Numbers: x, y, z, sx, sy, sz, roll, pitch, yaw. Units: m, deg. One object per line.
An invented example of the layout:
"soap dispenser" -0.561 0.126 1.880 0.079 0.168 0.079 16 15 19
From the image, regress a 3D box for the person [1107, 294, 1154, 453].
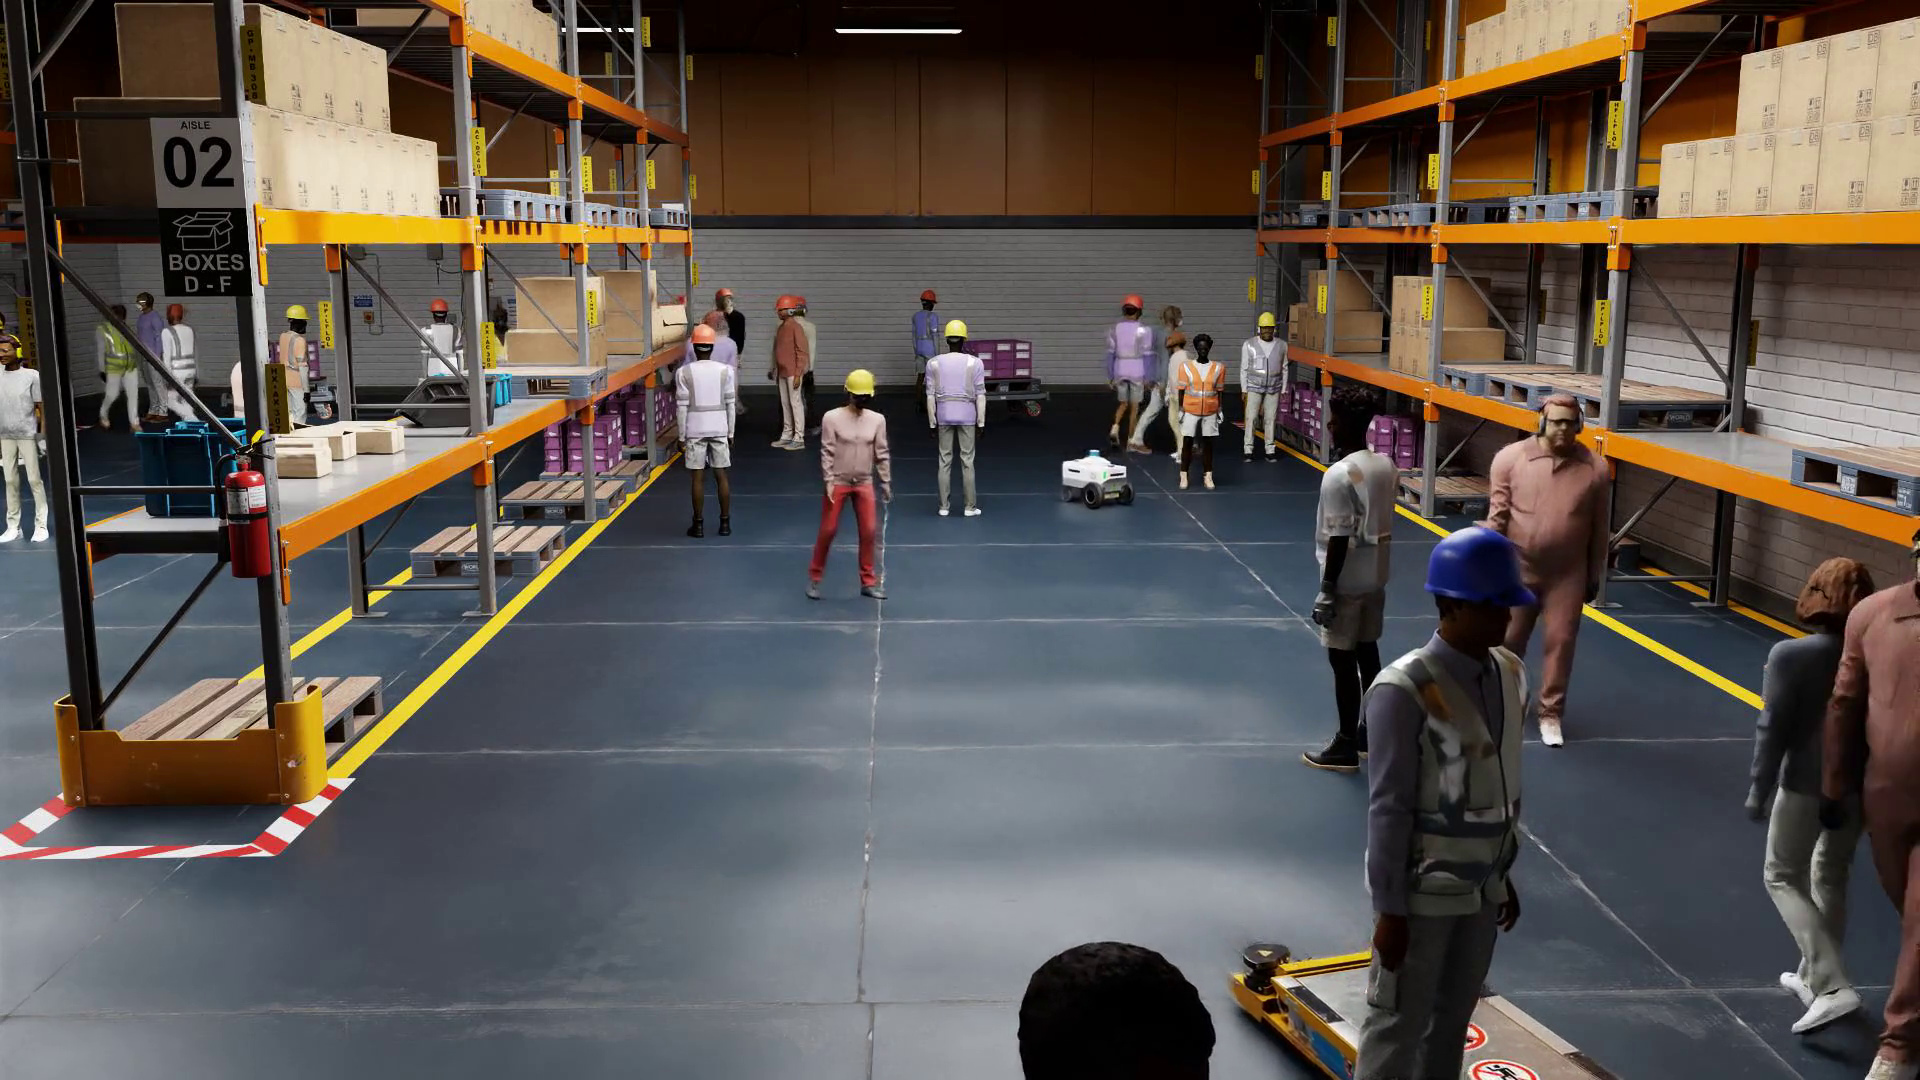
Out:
"person" 2.162 -2.103 21.093 0.614 2.026 0.475 7 12 34

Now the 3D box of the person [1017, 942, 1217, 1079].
"person" 0.109 1.386 1.982 0.393 1.915 0.587 2 10 12

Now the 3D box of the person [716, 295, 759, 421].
"person" -3.428 -2.638 24.442 1.001 1.887 0.637 -3 11 -15

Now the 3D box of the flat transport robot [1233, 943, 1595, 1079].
"flat transport robot" 1.489 1.616 5.273 0.652 0.197 1.431 -3 11 -18

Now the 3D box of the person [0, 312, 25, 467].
"person" -11.482 -1.815 19.951 0.502 1.864 0.323 9 14 43

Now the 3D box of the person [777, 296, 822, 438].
"person" -2.226 -2.376 22.898 0.608 1.933 0.999 3 10 14

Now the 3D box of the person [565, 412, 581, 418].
"person" -5.968 -2.801 25.381 0.361 1.886 0.574 -4 11 -20

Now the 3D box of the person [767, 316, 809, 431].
"person" -2.393 -2.432 23.508 0.626 1.823 0.446 -7 13 -35

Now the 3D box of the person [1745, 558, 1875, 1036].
"person" 2.990 0.881 5.642 0.519 1.606 0.566 -1 10 -5

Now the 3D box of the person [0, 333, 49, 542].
"person" -8.429 -0.903 14.880 0.518 1.862 0.329 0 10 -1

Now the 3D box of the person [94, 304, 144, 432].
"person" -11.906 -2.431 23.507 0.759 1.815 0.632 8 13 37

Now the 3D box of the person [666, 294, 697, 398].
"person" -4.059 -2.688 24.717 0.852 1.894 0.558 -1 10 -5

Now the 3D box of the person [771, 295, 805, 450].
"person" -2.220 -2.170 21.564 0.382 1.995 0.612 -7 12 -34

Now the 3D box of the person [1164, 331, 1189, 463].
"person" 2.664 -1.745 20.320 0.341 1.598 0.591 -2 10 -14

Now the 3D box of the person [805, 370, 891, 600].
"person" -0.849 -0.409 12.456 0.687 1.742 0.512 -5 11 -25

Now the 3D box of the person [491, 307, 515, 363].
"person" -6.306 -2.270 22.665 0.635 1.809 0.899 -7 12 -34

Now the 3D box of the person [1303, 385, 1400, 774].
"person" 1.986 0.198 8.451 0.362 1.963 0.613 9 13 40

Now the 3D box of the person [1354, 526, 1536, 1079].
"person" 1.312 0.920 4.477 0.605 1.948 0.403 -8 13 -39

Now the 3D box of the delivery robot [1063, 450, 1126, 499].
"delivery robot" 1.371 -0.677 16.994 0.477 0.478 0.707 -7 12 -35

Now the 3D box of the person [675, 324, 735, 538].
"person" -2.311 -0.985 15.123 0.544 1.938 0.359 -4 11 -20

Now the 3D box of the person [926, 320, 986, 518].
"person" -0.035 -1.175 16.208 0.587 1.927 0.365 2 10 9

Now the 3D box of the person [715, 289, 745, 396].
"person" -3.658 -2.909 25.829 0.625 1.933 0.881 -5 11 -27

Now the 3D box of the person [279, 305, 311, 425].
"person" -8.065 -1.899 20.285 0.396 1.919 0.582 -10 14 -44

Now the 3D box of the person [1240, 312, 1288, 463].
"person" 3.701 -1.852 20.237 0.586 1.835 0.404 0 10 -1

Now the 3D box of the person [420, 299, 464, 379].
"person" -6.851 -2.216 22.010 0.543 1.929 0.380 -6 12 -30

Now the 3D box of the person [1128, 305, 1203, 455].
"person" 2.601 -2.001 20.942 1.009 1.898 0.637 -1 10 -4

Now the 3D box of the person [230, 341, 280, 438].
"person" -6.463 -0.986 15.391 0.429 1.845 0.621 -9 14 -42

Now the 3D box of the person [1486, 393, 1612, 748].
"person" 3.184 0.128 9.058 0.653 1.887 0.709 3 10 14

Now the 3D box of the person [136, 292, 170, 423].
"person" -12.041 -2.713 24.748 0.632 1.940 0.372 8 13 39

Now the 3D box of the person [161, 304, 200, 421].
"person" -10.233 -2.178 21.953 0.544 1.871 0.593 3 11 17

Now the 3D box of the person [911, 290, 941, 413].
"person" -0.500 -2.943 26.044 0.554 1.932 0.374 9 14 41

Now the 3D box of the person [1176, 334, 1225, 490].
"person" 2.607 -1.389 18.038 0.530 1.697 0.321 0 10 -1

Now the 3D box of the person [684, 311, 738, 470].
"person" -2.951 -1.771 19.696 0.650 1.880 0.876 0 10 -1

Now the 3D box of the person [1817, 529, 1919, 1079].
"person" 3.204 0.797 5.448 0.988 1.865 0.653 -9 13 -40

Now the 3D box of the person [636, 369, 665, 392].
"person" -4.755 -2.621 25.195 0.842 1.593 0.507 -4 11 -23
